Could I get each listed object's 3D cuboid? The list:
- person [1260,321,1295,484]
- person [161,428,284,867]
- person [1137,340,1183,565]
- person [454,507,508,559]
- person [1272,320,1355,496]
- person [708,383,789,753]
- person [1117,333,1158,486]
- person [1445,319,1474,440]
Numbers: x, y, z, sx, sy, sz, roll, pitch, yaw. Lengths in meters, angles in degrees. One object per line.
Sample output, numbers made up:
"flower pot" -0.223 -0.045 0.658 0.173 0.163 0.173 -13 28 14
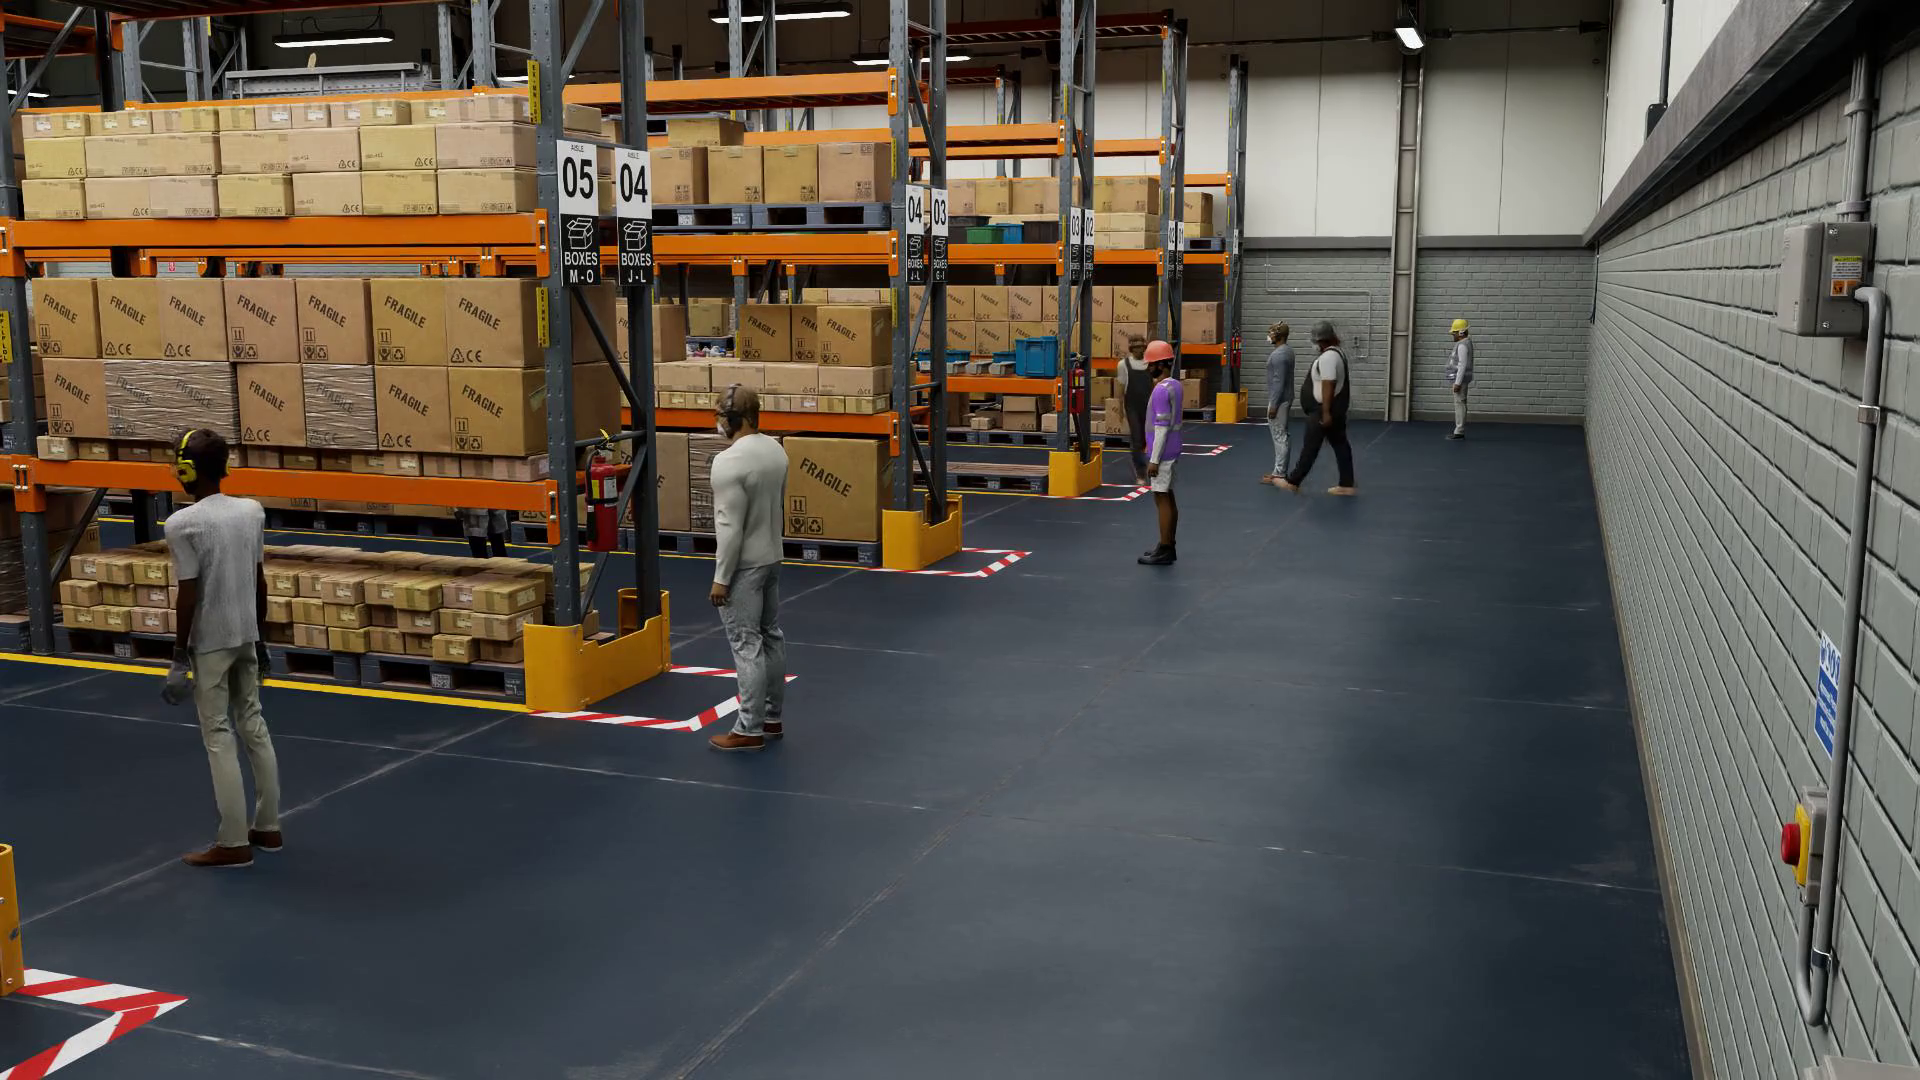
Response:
"person" 3.792 -1.629 19.810 0.373 1.940 0.630 3 10 19
"person" -3.125 0.465 7.019 0.340 1.856 0.560 3 10 20
"person" 1.725 -0.749 14.330 0.363 1.933 0.543 3 10 19
"person" -3.548 -0.308 12.313 0.318 1.697 0.533 3 10 19
"person" 4.031 -1.512 18.759 0.998 2.000 0.737 5 10 26
"person" -1.121 0.147 8.730 0.373 1.938 0.630 3 10 19
"person" 2.133 -1.581 19.984 0.534 1.818 0.885 -1 9 -8
"person" 7.510 -2.410 25.029 0.404 1.828 0.587 3 10 19
